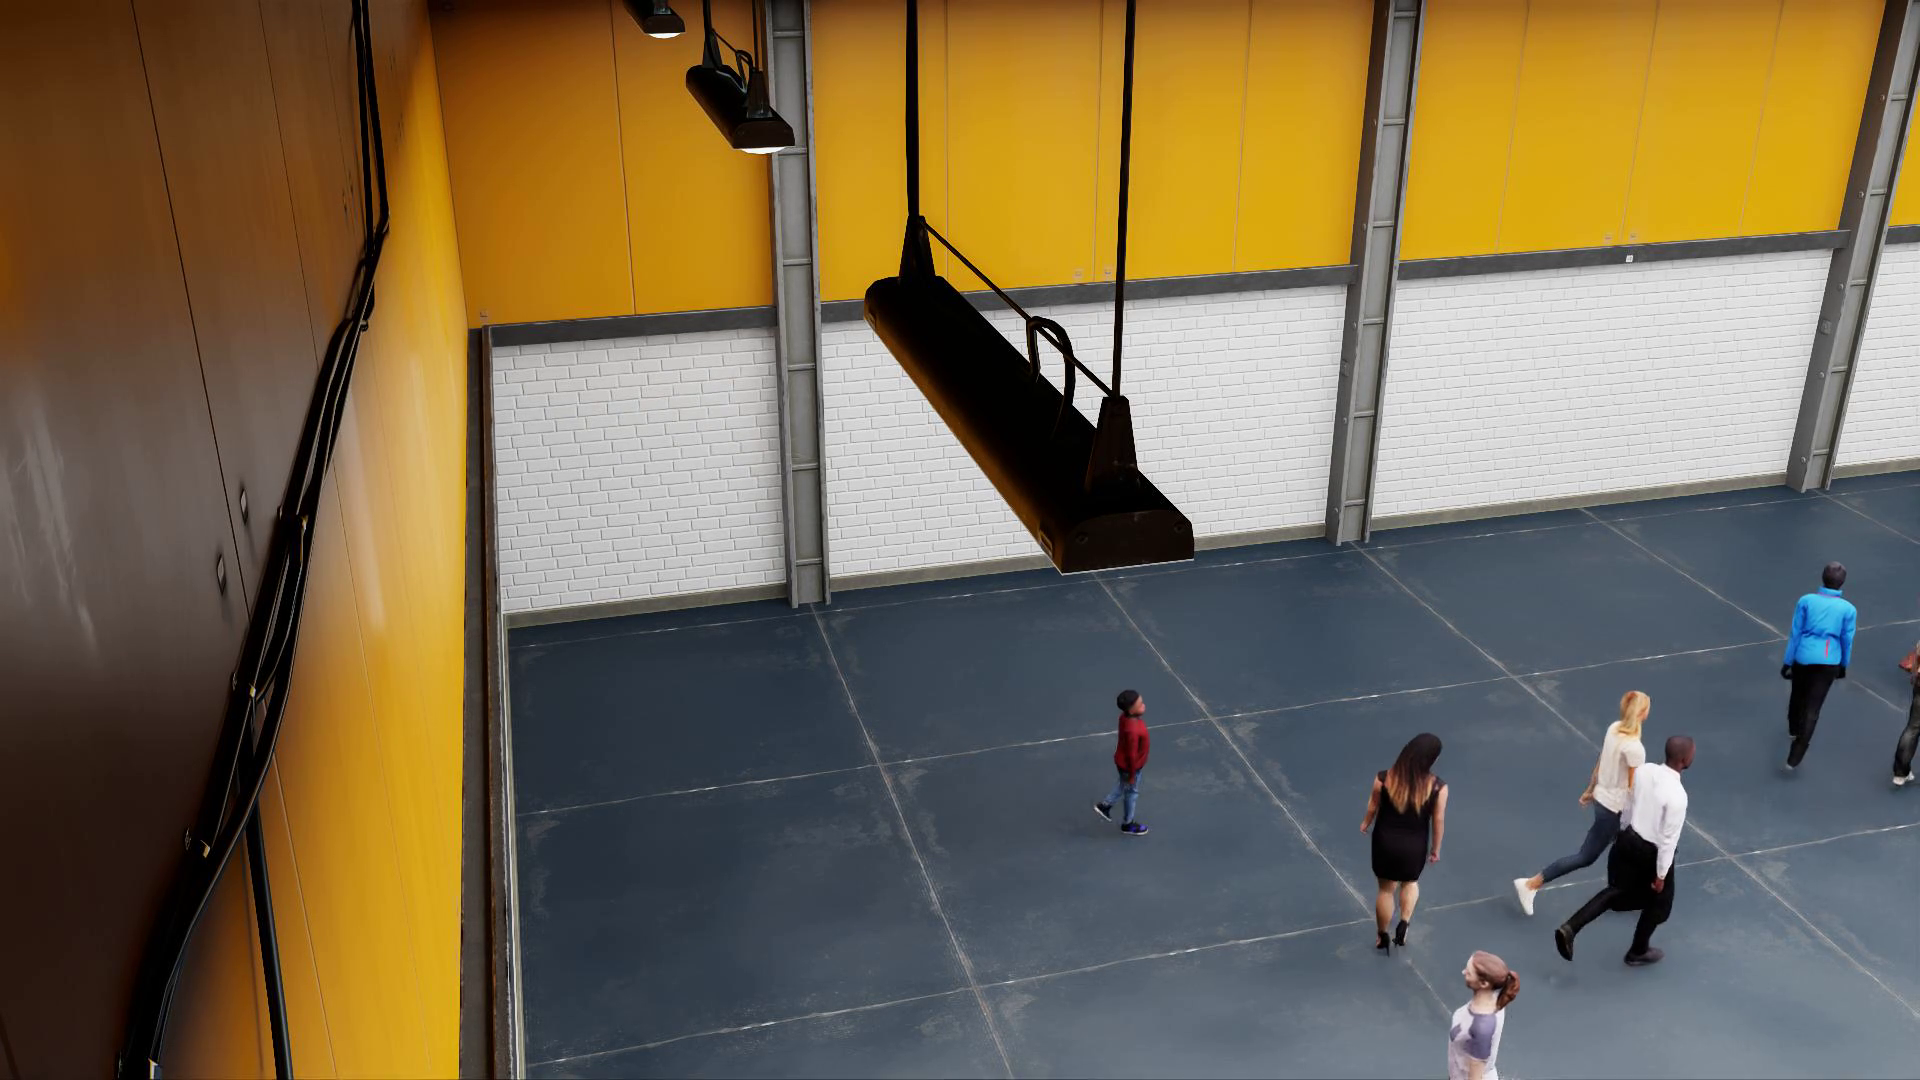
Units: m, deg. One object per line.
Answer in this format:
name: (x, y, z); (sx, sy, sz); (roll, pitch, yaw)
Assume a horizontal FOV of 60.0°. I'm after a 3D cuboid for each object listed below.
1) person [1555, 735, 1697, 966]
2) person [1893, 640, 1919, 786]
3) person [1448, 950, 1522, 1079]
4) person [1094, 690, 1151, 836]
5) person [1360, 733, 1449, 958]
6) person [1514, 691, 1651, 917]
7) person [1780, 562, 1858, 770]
person: (4.503, 2.135, 11.144); (1.081, 1.805, 0.688); (-8, 25, -18)
person: (7.847, 1.174, 13.380); (1.211, 1.776, 0.951); (-17, 29, -34)
person: (2.877, 3.030, 9.156); (0.778, 1.757, 0.720); (11, 26, 25)
person: (1.246, 1.709, 12.812); (0.655, 1.249, 0.542); (-3, 24, -7)
person: (3.010, 2.133, 11.296); (0.705, 1.687, 0.839); (3, 24, 6)
person: (4.480, 1.904, 11.723); (1.255, 1.766, 0.893); (3, 24, 7)
person: (7.017, 1.063, 13.669); (1.127, 1.747, 1.230); (15, 28, 30)
